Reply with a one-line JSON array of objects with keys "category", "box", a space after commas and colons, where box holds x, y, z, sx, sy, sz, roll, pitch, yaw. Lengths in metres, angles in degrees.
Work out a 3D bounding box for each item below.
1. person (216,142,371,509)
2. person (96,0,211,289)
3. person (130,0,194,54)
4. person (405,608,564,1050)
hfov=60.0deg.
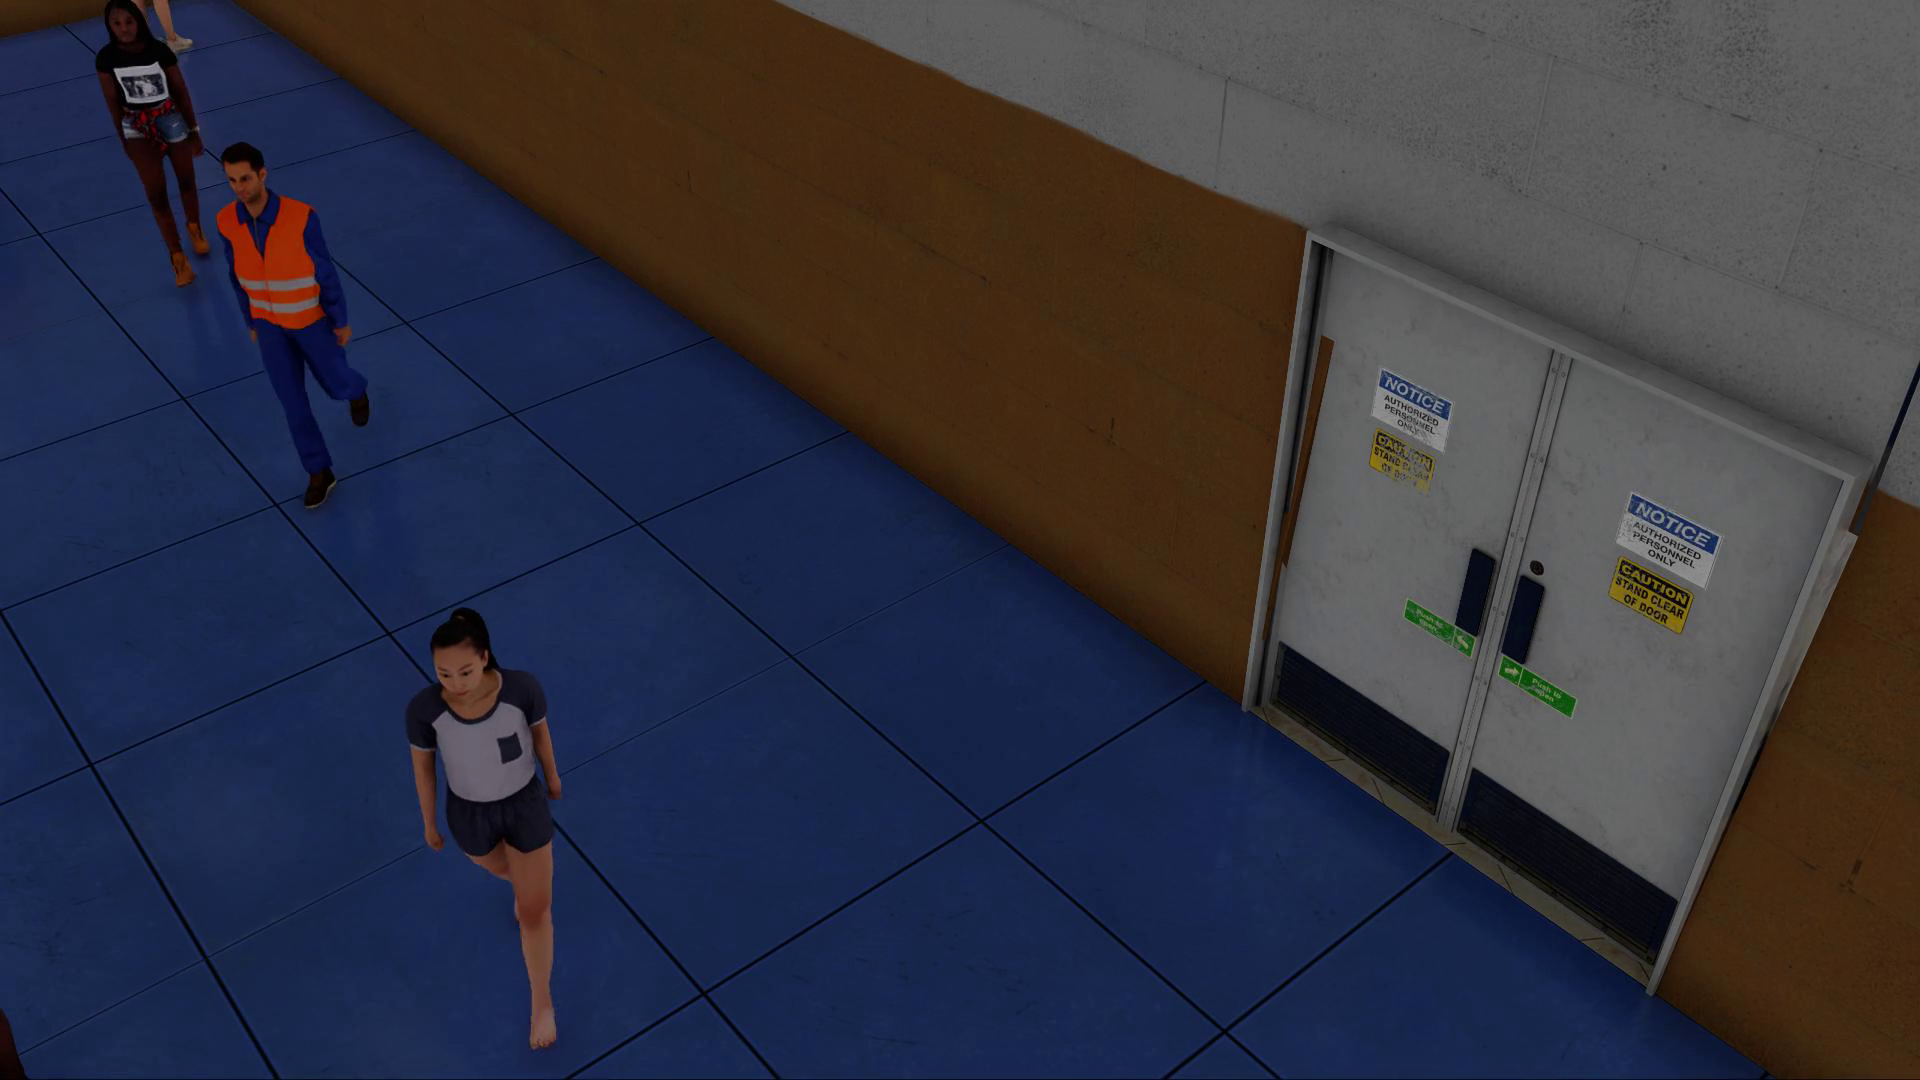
[{"category": "person", "box": [-3.265, -1.121, 8.228, 1.132, 1.848, 1.118, -2, 37, -3]}, {"category": "person", "box": [-4.899, -2.482, 10.173, 1.058, 1.689, 0.842, -17, 40, -22]}, {"category": "person", "box": [-6.527, -4.728, 13.111, 0.643, 1.755, 0.686, 7, 37, 9]}, {"category": "person", "box": [-1.601, 0.889, 5.754, 1.096, 1.603, 1.015, -6, 37, -8]}]
